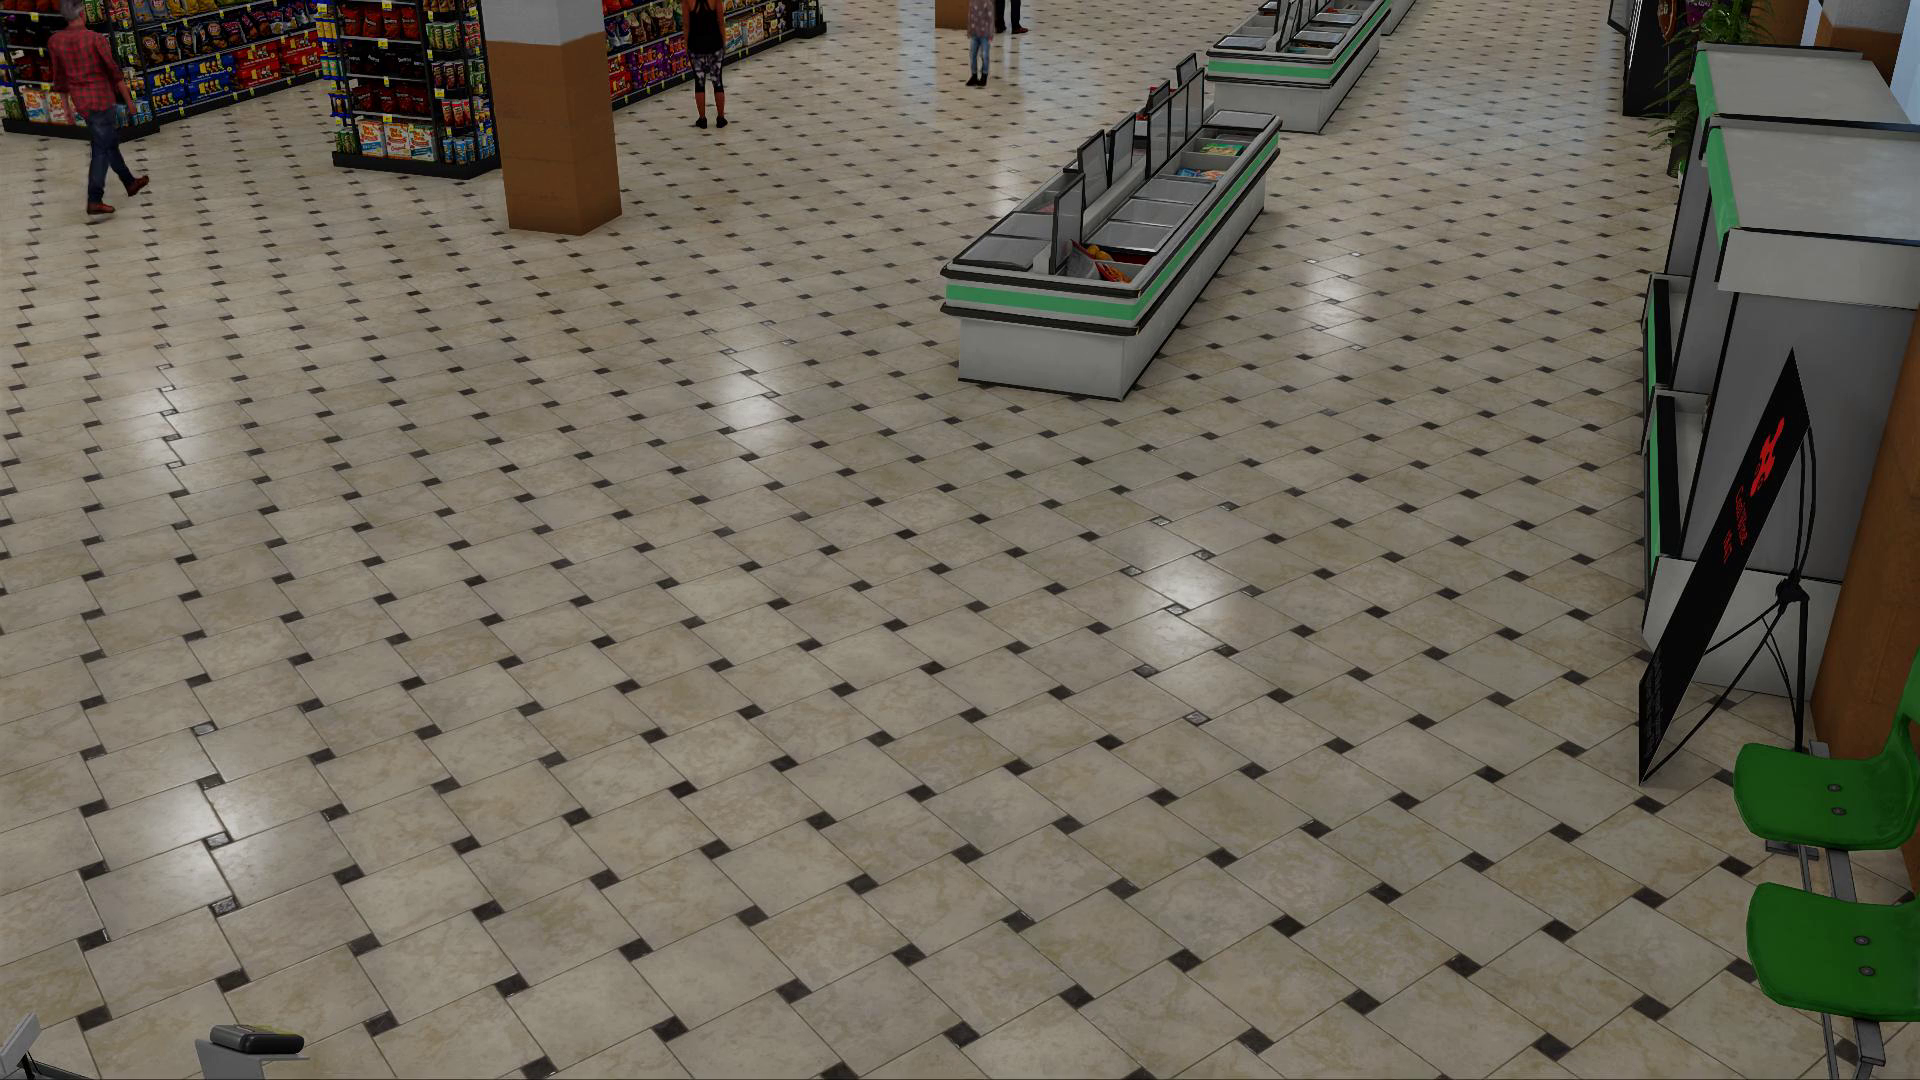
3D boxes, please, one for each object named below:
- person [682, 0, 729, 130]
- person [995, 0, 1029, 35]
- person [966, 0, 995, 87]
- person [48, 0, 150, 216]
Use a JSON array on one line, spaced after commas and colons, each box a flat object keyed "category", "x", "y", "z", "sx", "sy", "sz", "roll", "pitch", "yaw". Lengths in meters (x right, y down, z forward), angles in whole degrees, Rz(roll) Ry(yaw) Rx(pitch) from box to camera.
[{"category": "person", "x": -2.621, "y": -5.090, "z": 17.109, "sx": 0.656, "sy": 1.659, "sz": 0.667, "roll": -5, "pitch": 27, "yaw": -9}, {"category": "person", "x": 0.644, "y": -7.634, "z": 21.969, "sx": 0.707, "sy": 1.800, "sz": 0.632, "roll": 14, "pitch": 30, "yaw": 26}, {"category": "person", "x": 0.265, "y": -5.812, "z": 19.053, "sx": 0.524, "sy": 1.187, "sz": 0.558, "roll": 13, "pitch": 30, "yaw": 24}, {"category": "person", "x": -7.392, "y": -3.647, "z": 14.134, "sx": 0.832, "sy": 1.777, "sz": 1.295, "roll": 5, "pitch": 27, "yaw": 9}]
